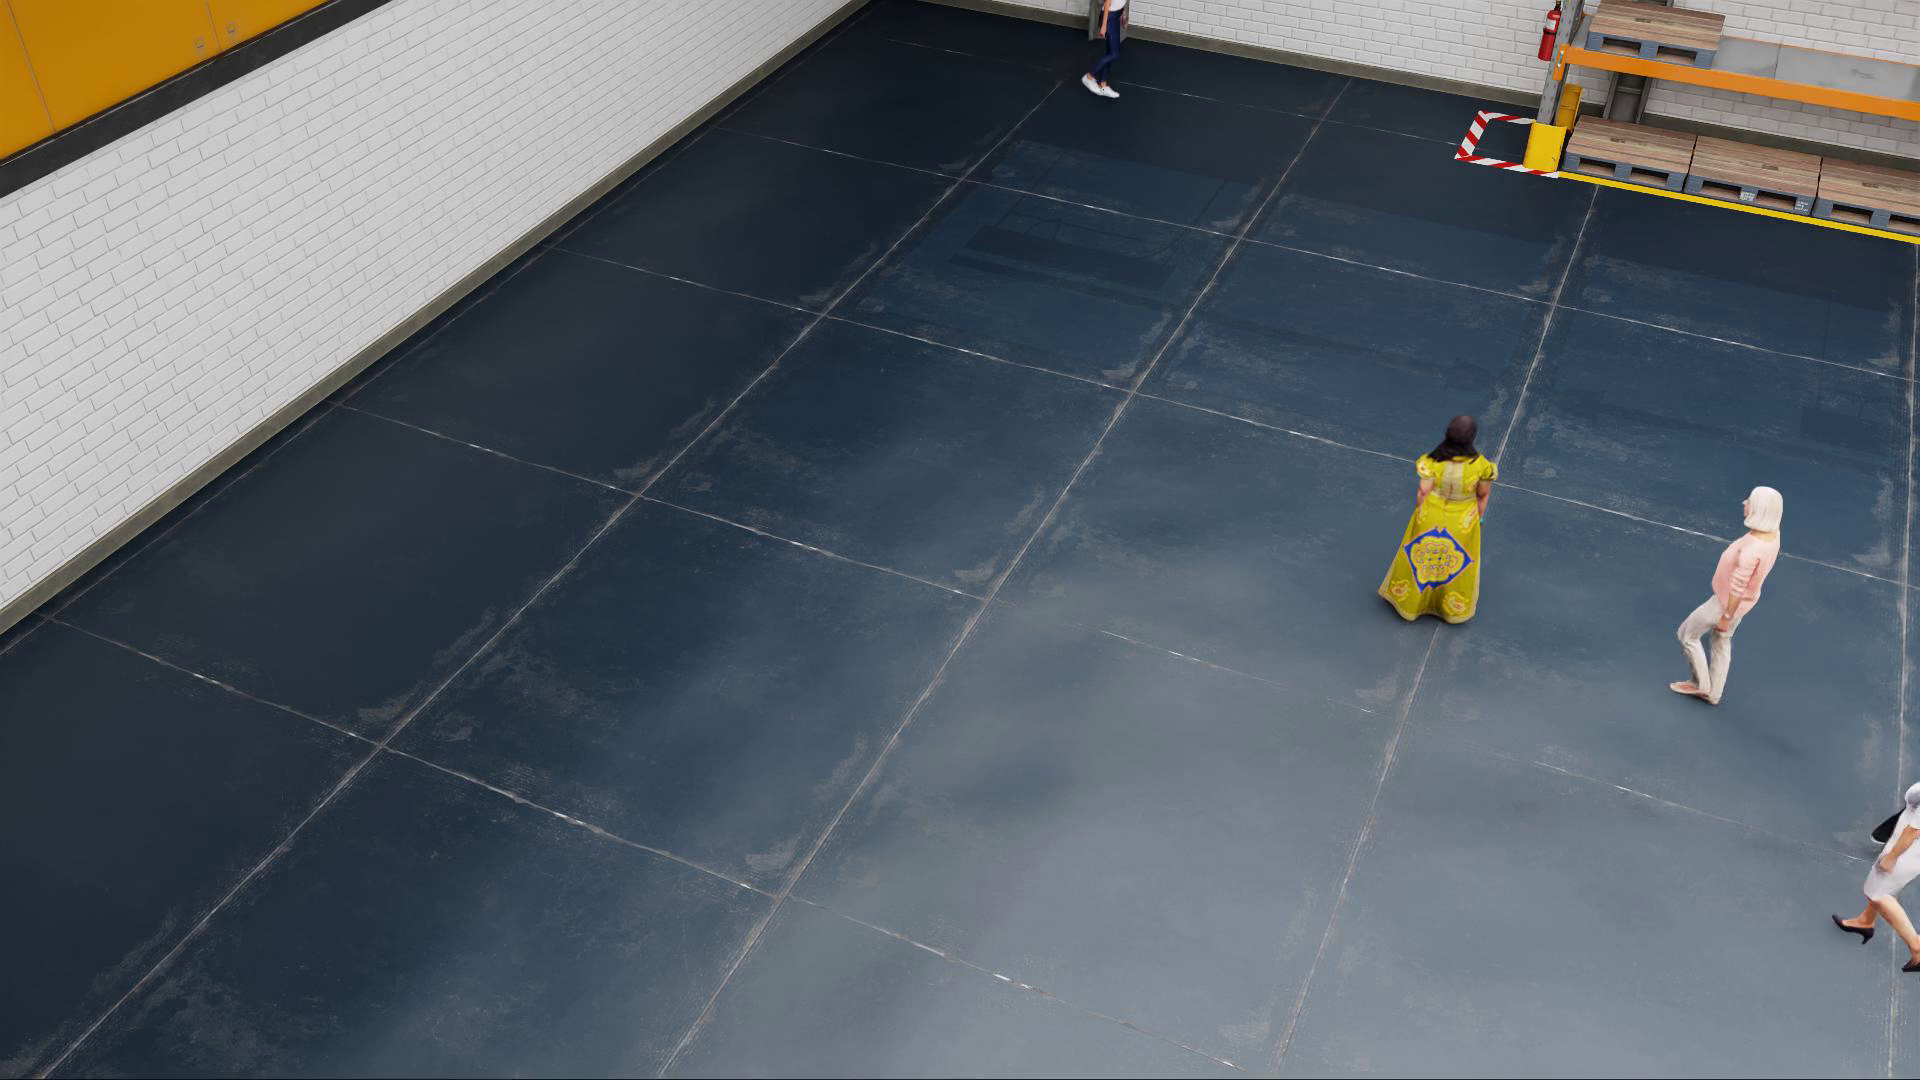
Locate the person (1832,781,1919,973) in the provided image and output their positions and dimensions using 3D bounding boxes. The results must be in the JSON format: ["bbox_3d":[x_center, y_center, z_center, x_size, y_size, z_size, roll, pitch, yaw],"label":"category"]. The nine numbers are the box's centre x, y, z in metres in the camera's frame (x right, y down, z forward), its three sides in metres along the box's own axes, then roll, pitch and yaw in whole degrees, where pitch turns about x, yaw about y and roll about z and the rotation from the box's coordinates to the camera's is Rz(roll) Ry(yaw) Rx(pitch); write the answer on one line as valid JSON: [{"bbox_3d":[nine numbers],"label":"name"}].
[{"bbox_3d":[5.251,1.709,9.026,0.802,1.733,0.931,-25,45,-28],"label":"person"}]

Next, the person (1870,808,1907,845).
[{"bbox_3d":[5.892,1.205,9.647,1.284,1.746,1.026,-2,39,-3],"label":"person"}]

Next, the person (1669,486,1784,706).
[{"bbox_3d":[5.030,0.418,10.658,0.679,1.714,0.680,28,46,30],"label":"person"}]

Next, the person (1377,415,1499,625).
[{"bbox_3d":[3.329,-0.133,11.392,0.783,1.659,0.966,10,40,12],"label":"person"}]

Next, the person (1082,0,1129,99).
[{"bbox_3d":[1.571,-5.734,18.329,0.715,1.754,0.620,13,40,15],"label":"person"}]
